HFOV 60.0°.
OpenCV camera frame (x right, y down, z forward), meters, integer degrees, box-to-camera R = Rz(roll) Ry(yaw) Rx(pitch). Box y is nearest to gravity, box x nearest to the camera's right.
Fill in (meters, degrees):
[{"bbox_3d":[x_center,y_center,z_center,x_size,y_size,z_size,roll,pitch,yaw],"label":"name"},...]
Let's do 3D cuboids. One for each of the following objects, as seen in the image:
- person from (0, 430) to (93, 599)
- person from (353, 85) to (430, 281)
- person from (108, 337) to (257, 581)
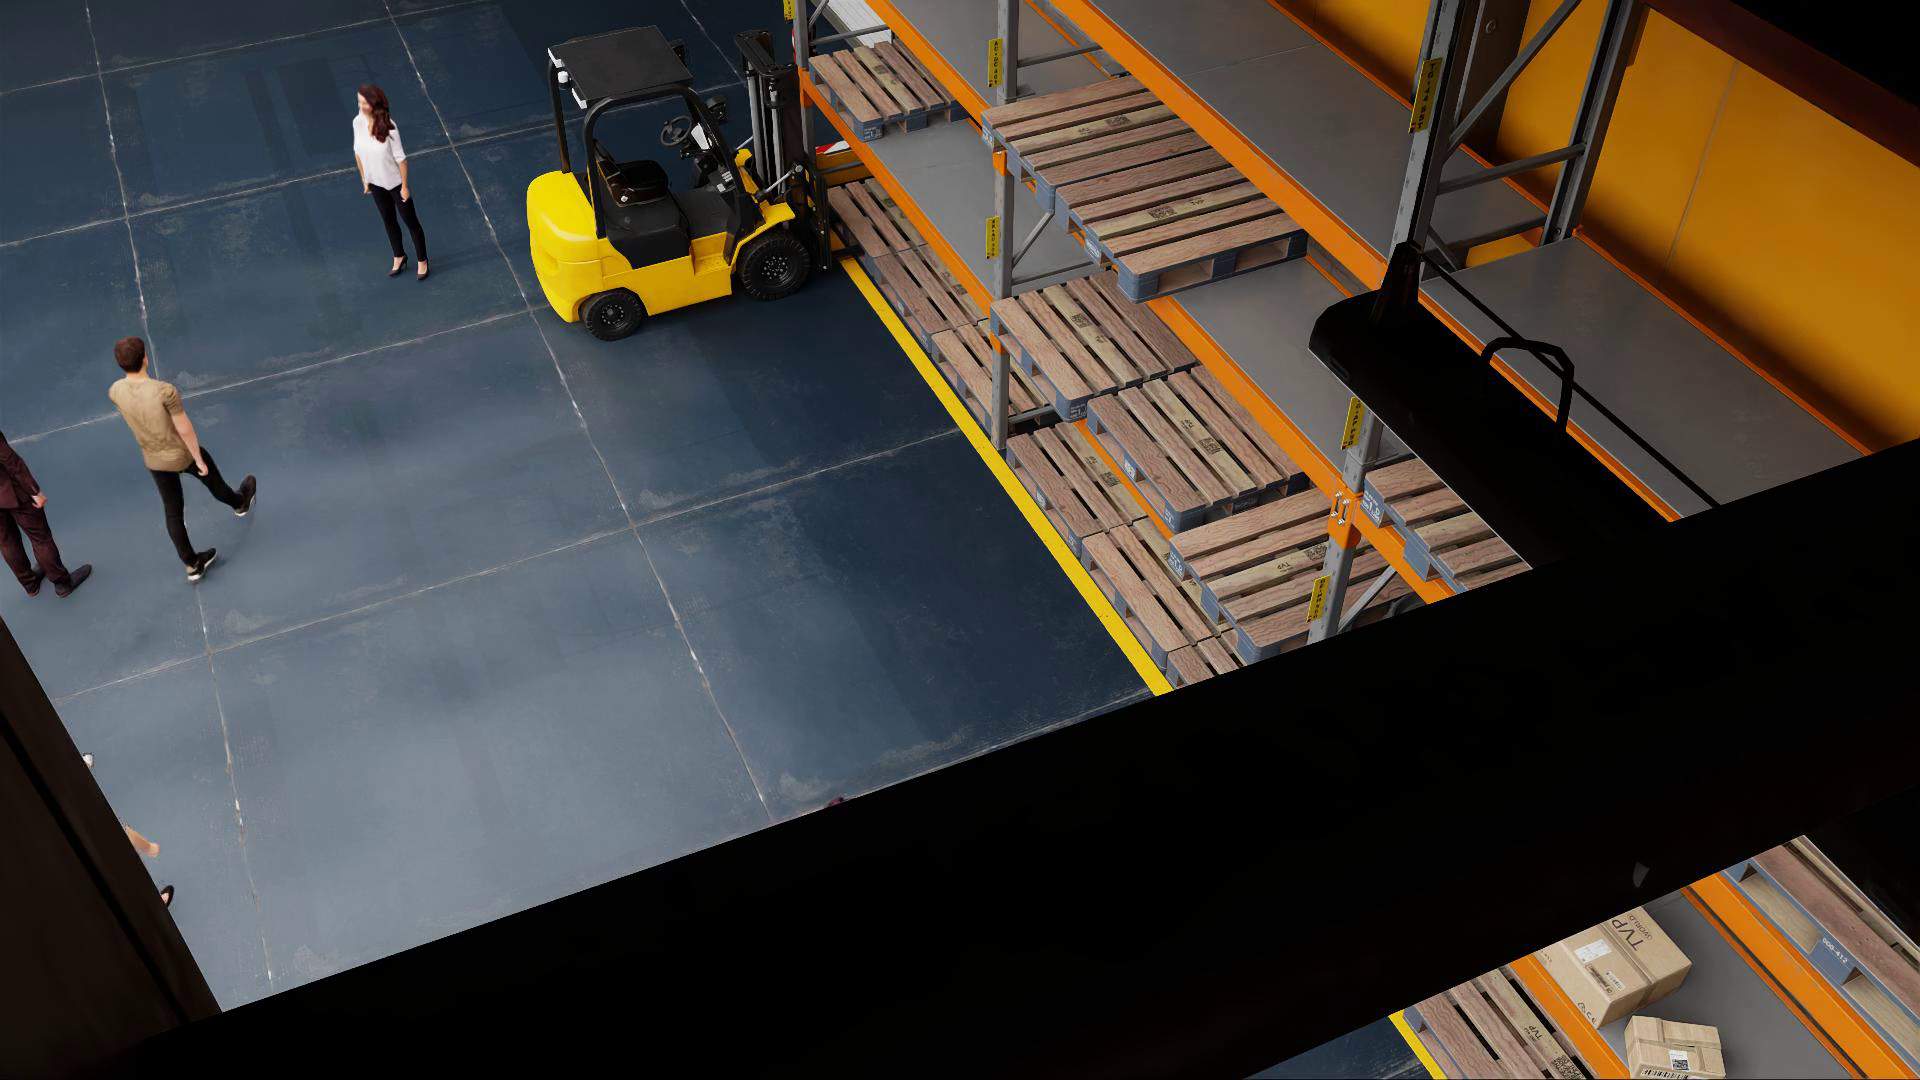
[{"bbox_3d":[-6.456,-0.340,11.191,0.784,1.865,0.778,3,44,3],"label":"person"},{"bbox_3d":[-4.817,-3.016,14.049,0.681,1.798,0.728,11,45,12],"label":"person"},{"bbox_3d":[-5.457,-0.506,11.407,1.069,1.809,1.284,5,44,5],"label":"person"}]
